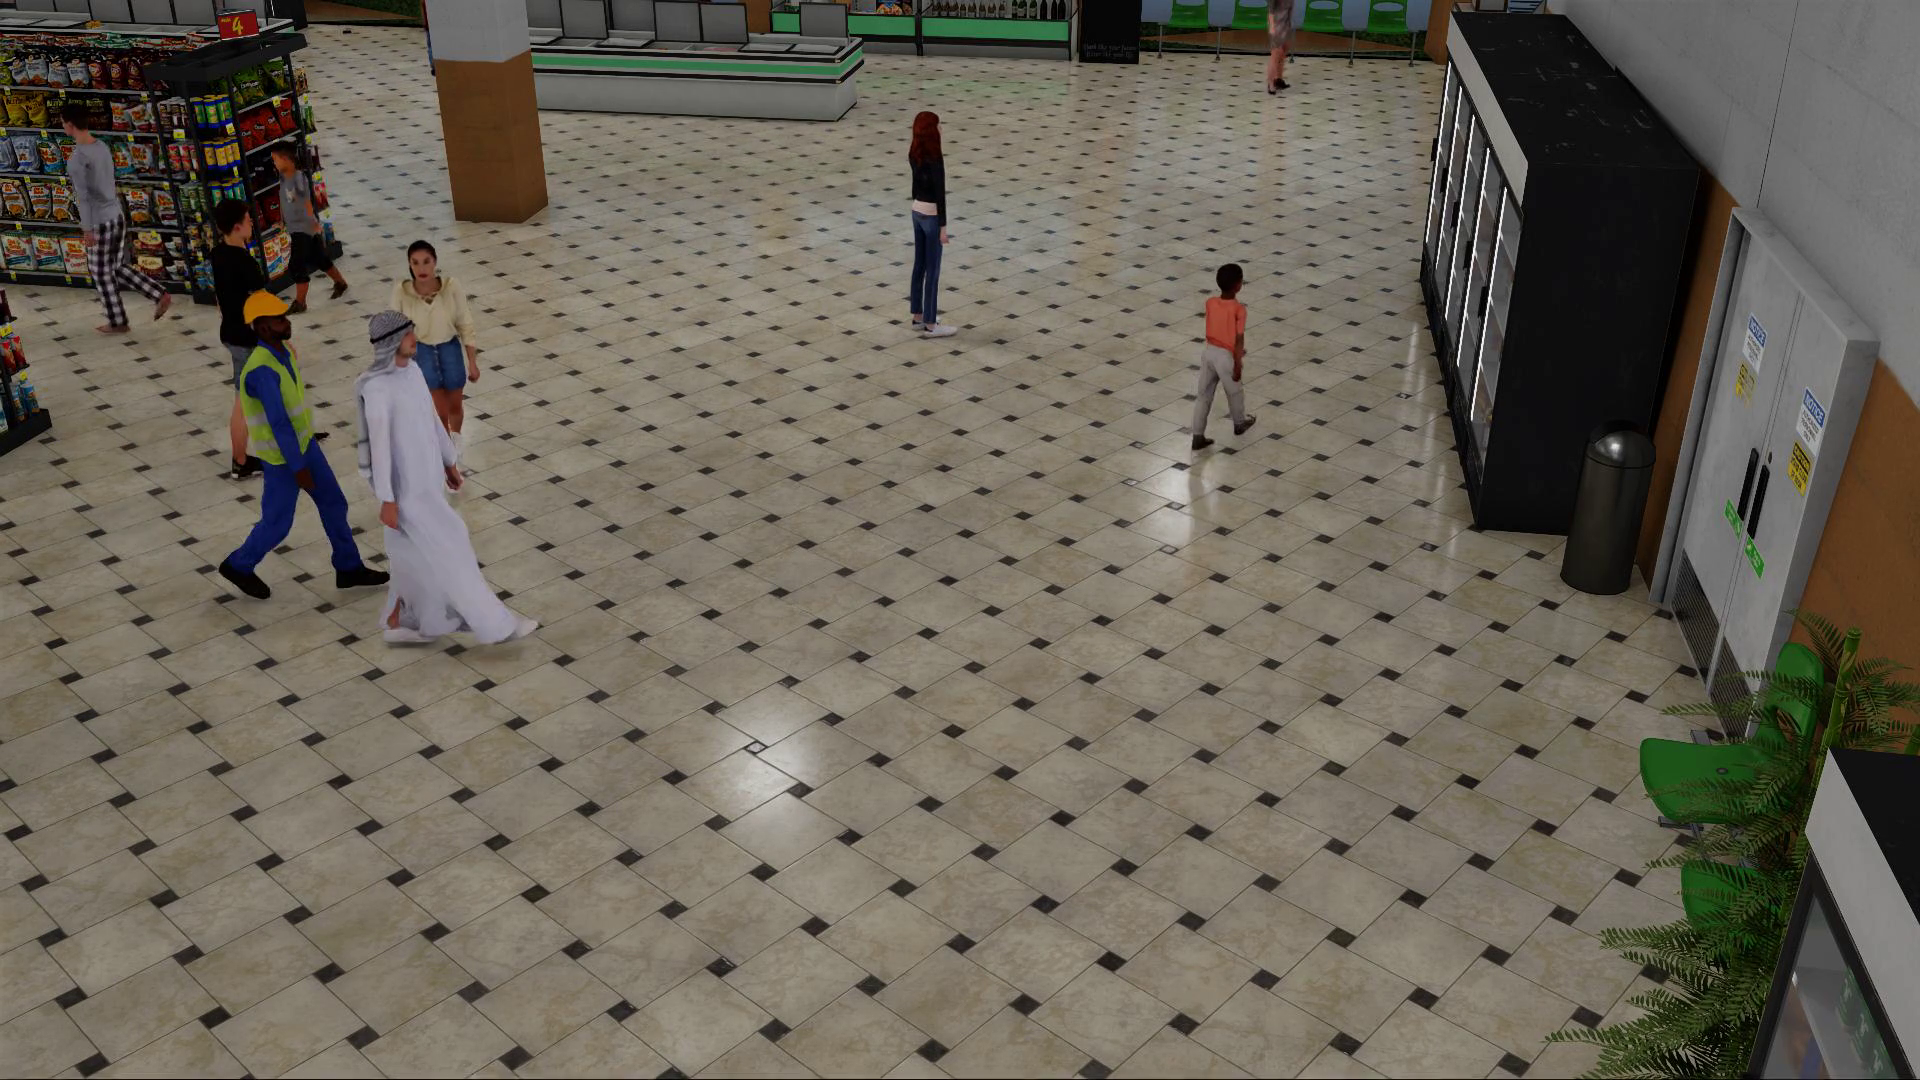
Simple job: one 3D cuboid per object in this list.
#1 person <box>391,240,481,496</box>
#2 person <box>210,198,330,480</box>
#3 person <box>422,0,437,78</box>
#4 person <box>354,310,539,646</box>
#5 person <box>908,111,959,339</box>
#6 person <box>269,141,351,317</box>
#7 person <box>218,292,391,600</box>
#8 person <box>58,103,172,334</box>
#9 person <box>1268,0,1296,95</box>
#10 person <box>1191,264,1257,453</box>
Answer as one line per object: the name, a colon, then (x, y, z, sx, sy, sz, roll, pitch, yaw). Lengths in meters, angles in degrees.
person: (-3.362, -1.154, 10.743, 1.133, 1.599, 1.046, -10, 28, -18)
person: (-4.685, -1.267, 10.723, 1.045, 1.820, 1.017, -22, 34, -37)
person: (-7.132, -6.940, 22.535, 0.493, 1.255, 0.511, 6, 28, 12)
person: (-2.949, -0.272, 8.678, 1.201, 1.895, 0.821, 0, 27, 1)
person: (-0.244, -2.508, 13.207, 0.695, 1.787, 0.657, -13, 30, -24)
person: (-5.490, -2.692, 13.970, 0.999, 1.425, 0.909, 16, 31, 29)
person: (-3.797, -0.477, 9.197, 1.203, 1.791, 0.813, -1, 27, -1)
person: (-6.710, -2.519, 13.179, 0.874, 1.831, 0.688, 1, 27, 2)
person: (4.112, -6.576, 21.319, 0.826, 1.705, 0.845, 18, 32, 31)
person: (1.721, -1.194, 11.179, 0.887, 1.277, 0.851, 22, 34, 37)
